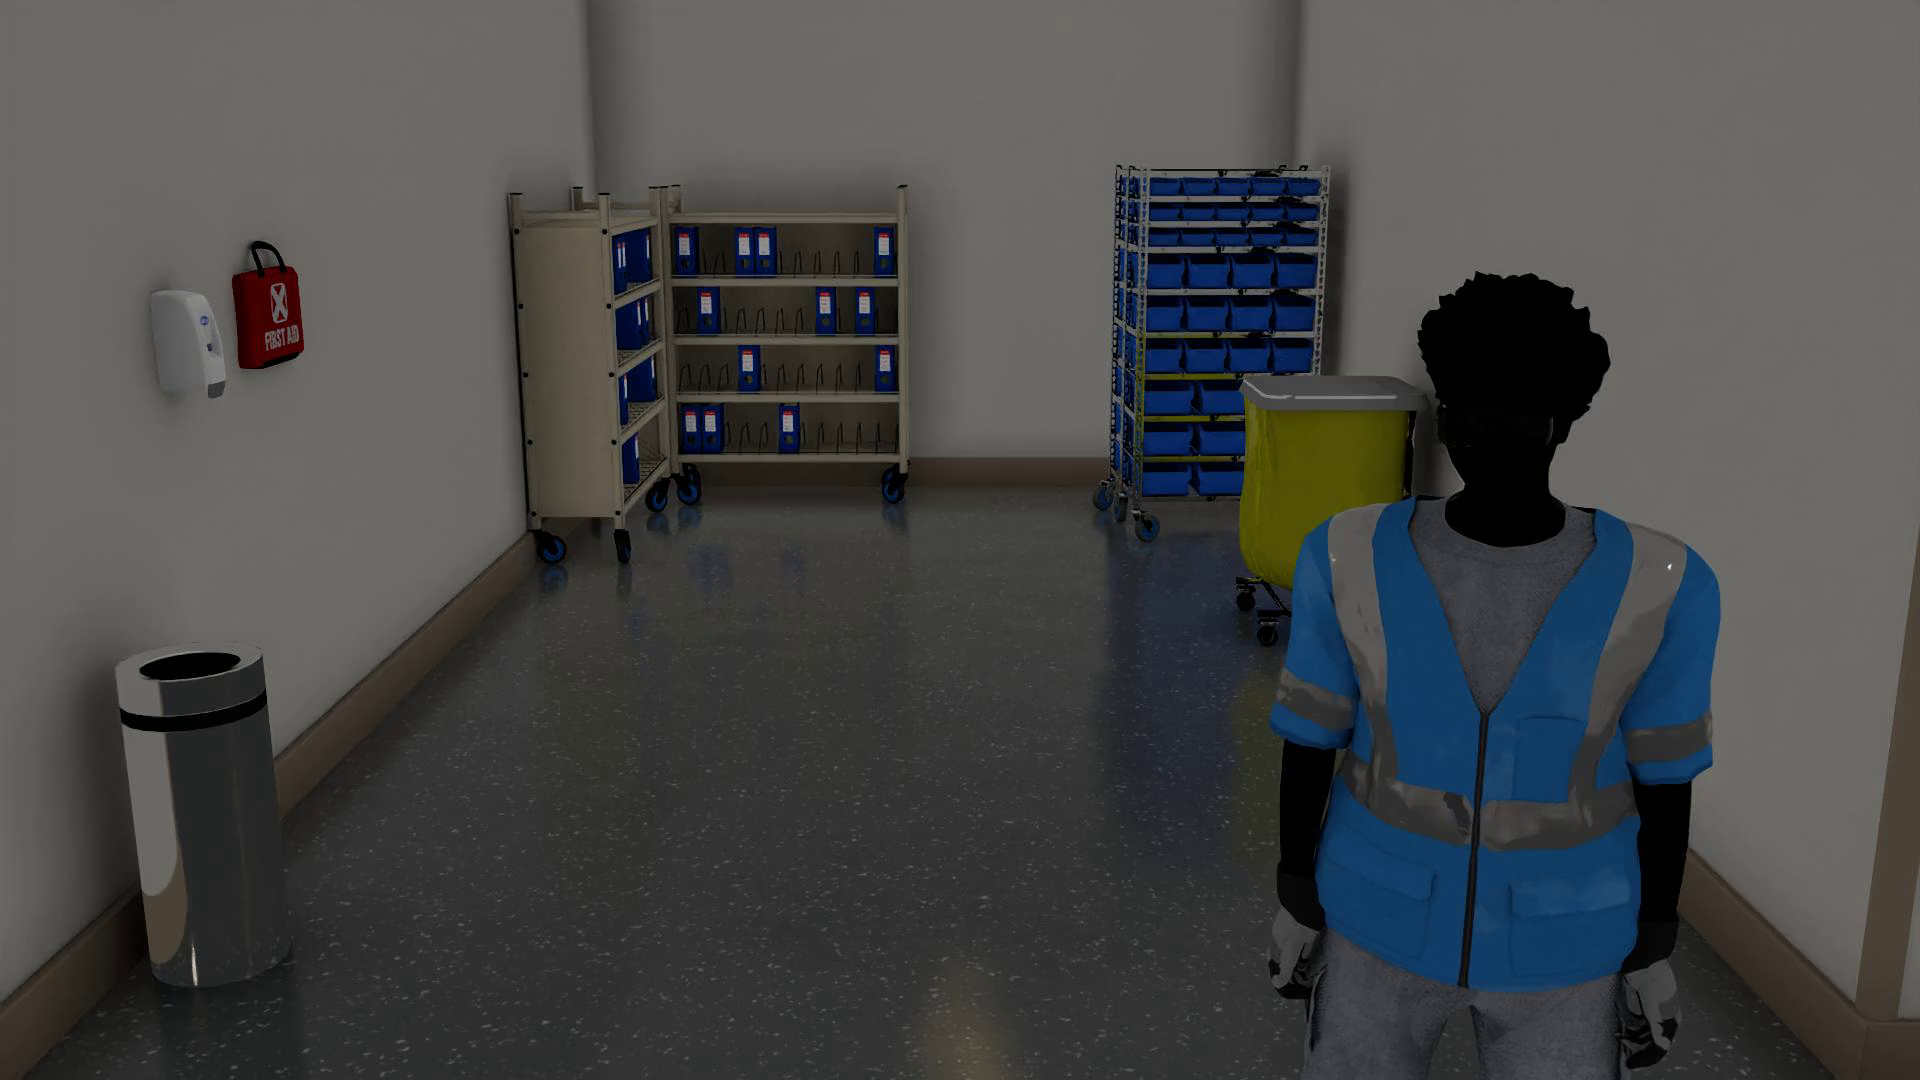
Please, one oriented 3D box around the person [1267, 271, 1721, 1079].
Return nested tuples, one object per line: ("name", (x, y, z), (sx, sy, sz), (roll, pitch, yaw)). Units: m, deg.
("person", (0.658, 0.508, 2.151), (0.540, 1.695, 0.317), (5, 14, 19))
